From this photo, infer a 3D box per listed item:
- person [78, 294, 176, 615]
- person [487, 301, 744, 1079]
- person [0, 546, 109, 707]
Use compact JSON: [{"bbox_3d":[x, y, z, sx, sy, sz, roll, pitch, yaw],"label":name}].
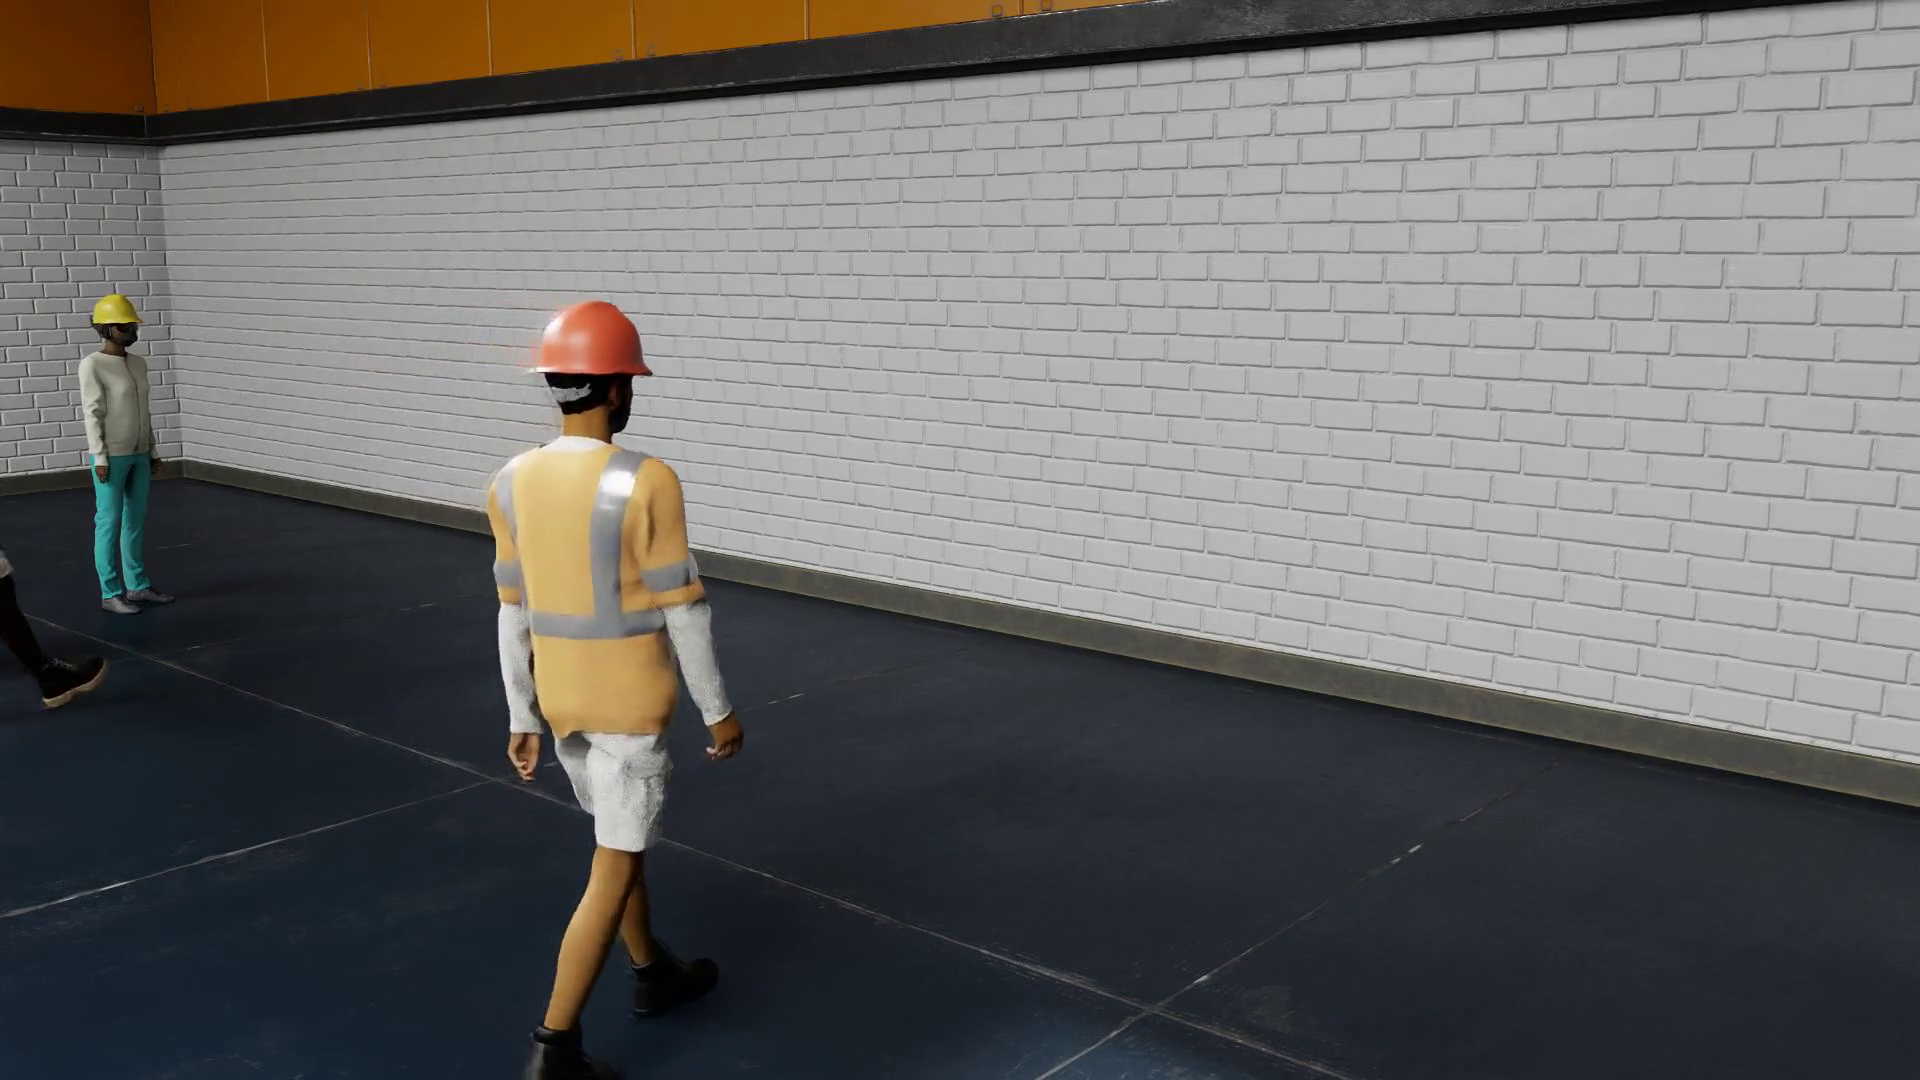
[{"bbox_3d":[-4.658,-0.479,9.289,0.315,1.770,0.524,2,10,9],"label":"person"},{"bbox_3d":[-0.854,0.376,4.045,0.548,1.904,0.856,7,12,33],"label":"person"},{"bbox_3d":[-4.245,-0.159,7.027,0.628,1.909,1.000,6,12,32],"label":"person"}]
